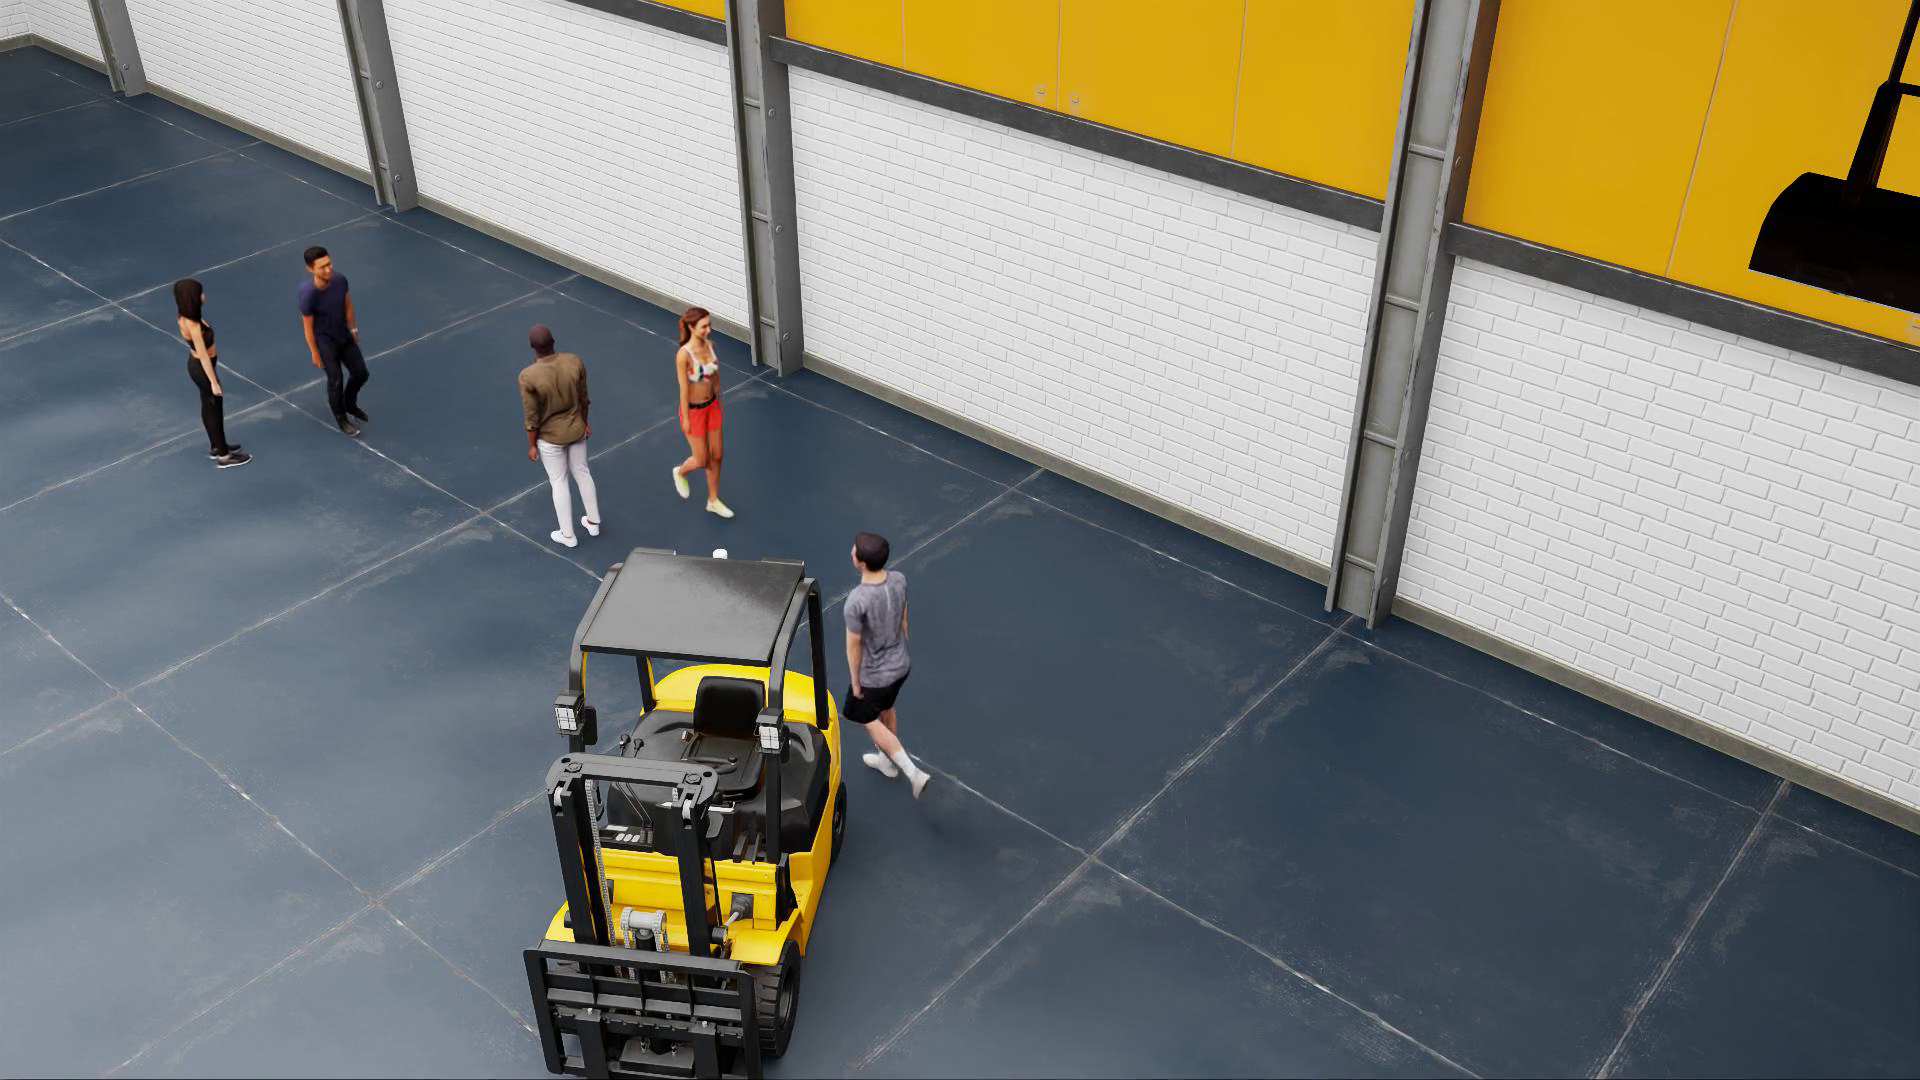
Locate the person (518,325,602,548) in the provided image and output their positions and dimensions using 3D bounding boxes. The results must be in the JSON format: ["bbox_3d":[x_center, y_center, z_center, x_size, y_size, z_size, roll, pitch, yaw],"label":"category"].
[{"bbox_3d":[-2.988,-0.784,12.480,0.756,1.824,0.638,-25,41,-33],"label":"person"}]

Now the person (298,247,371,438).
[{"bbox_3d":[-5.286,-1.683,13.884,0.714,1.766,0.690,19,38,26],"label":"person"}]

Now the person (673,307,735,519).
[{"bbox_3d":[-2.066,-0.994,12.839,0.806,1.775,0.584,23,40,30],"label":"person"}]

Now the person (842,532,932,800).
[{"bbox_3d":[-0.410,0.815,10.052,0.710,1.848,0.965,-27,42,-34],"label":"person"}]

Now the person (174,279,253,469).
[{"bbox_3d":[-6.147,-1.360,13.510,0.665,1.643,0.521,-22,39,-29],"label":"person"}]
